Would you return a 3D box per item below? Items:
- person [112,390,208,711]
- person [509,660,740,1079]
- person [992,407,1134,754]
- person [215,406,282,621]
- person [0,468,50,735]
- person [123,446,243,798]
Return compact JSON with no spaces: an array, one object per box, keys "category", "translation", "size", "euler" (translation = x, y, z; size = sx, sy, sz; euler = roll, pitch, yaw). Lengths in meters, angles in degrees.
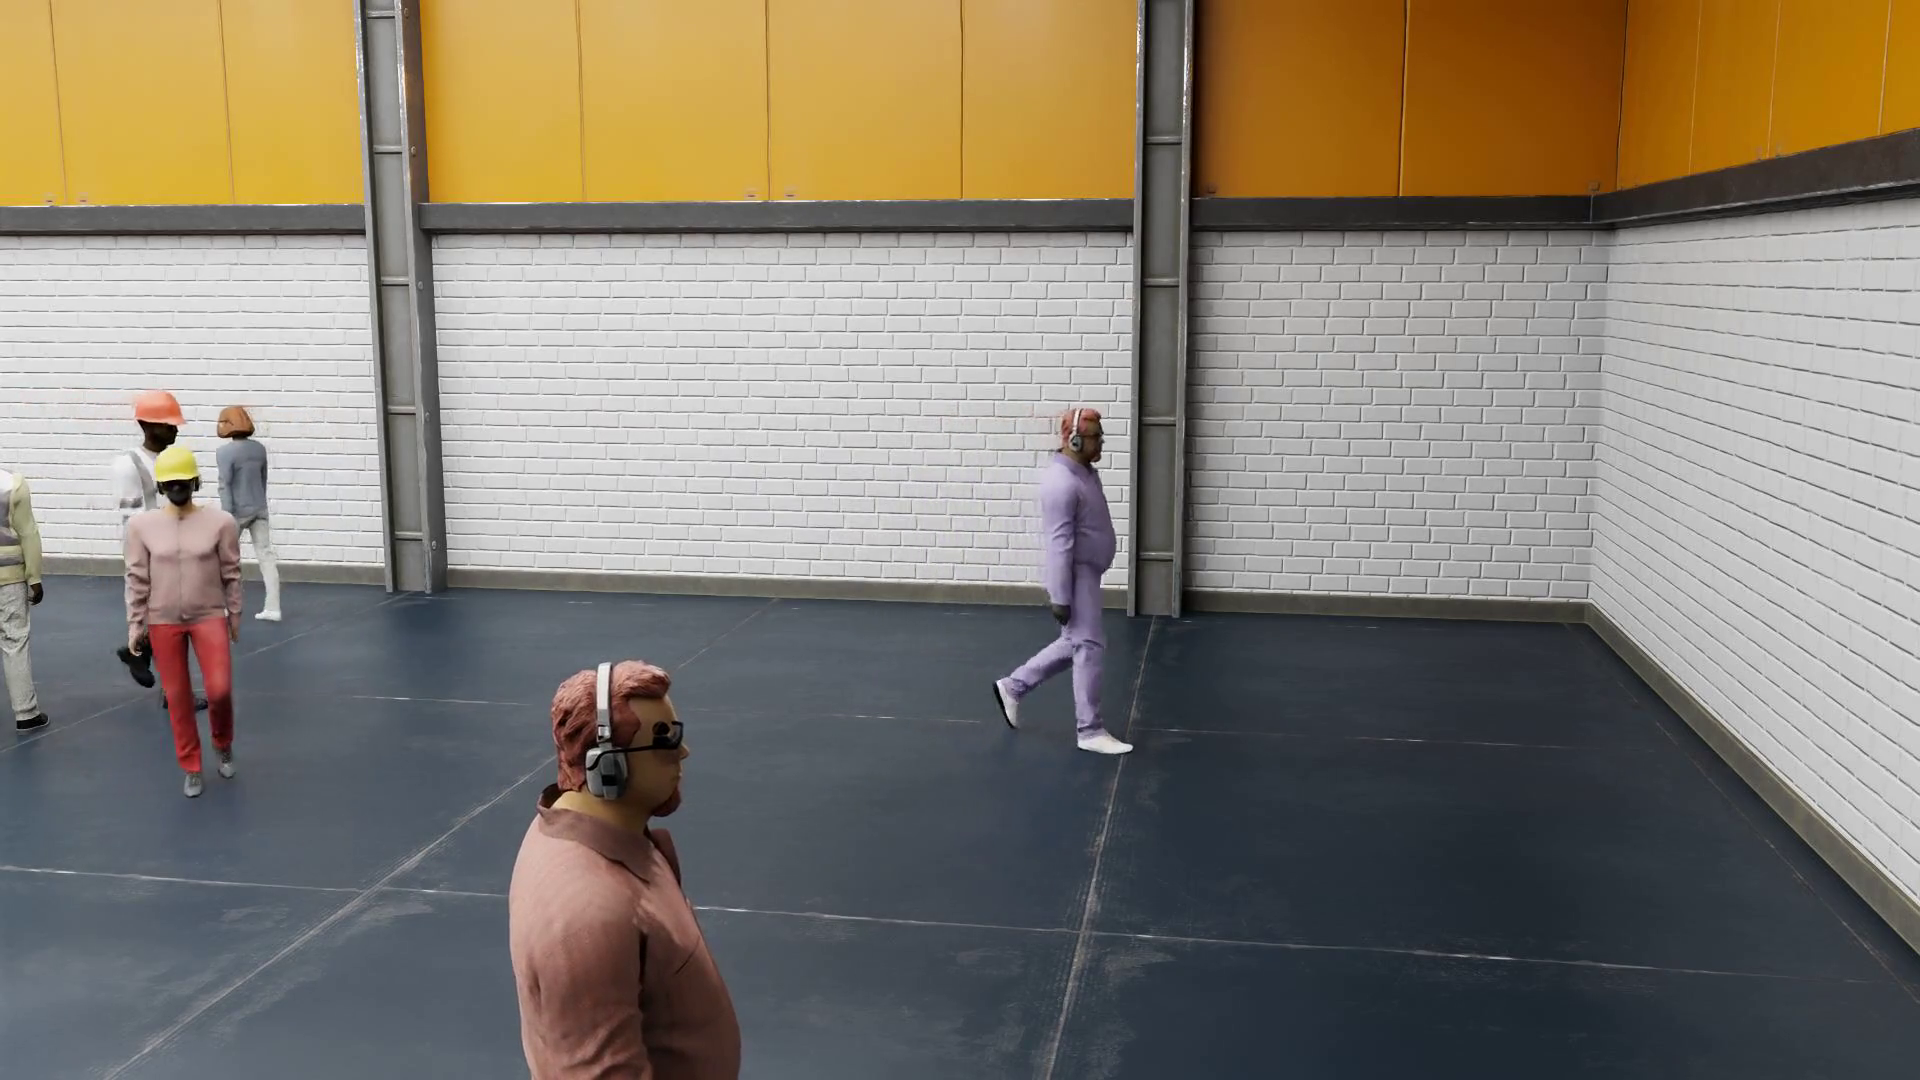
[{"category":"person","translation":[-4.787,0.062,9.855],"size":[0.609,1.915,0.540],"euler":[3,10,18]},{"category":"person","translation":[-0.610,1.161,3.100],"size":[0.407,1.910,0.638],"euler":[-3,10,-16]},{"category":"person","translation":[0.565,0.213,9.025],"size":[0.735,1.881,0.652],"euler":[2,9,11]},{"category":"person","translation":[-5.395,-0.193,12.380],"size":[0.750,1.603,0.523],"euler":[4,10,21]},{"category":"person","translation":[-5.427,0.196,9.270],"size":[0.590,1.836,0.404],"euler":[-2,10,-15]},{"category":"person","translation":[-3.822,0.409,8.217],"size":[0.530,1.755,0.363],"euler":[-4,10,-21]}]
